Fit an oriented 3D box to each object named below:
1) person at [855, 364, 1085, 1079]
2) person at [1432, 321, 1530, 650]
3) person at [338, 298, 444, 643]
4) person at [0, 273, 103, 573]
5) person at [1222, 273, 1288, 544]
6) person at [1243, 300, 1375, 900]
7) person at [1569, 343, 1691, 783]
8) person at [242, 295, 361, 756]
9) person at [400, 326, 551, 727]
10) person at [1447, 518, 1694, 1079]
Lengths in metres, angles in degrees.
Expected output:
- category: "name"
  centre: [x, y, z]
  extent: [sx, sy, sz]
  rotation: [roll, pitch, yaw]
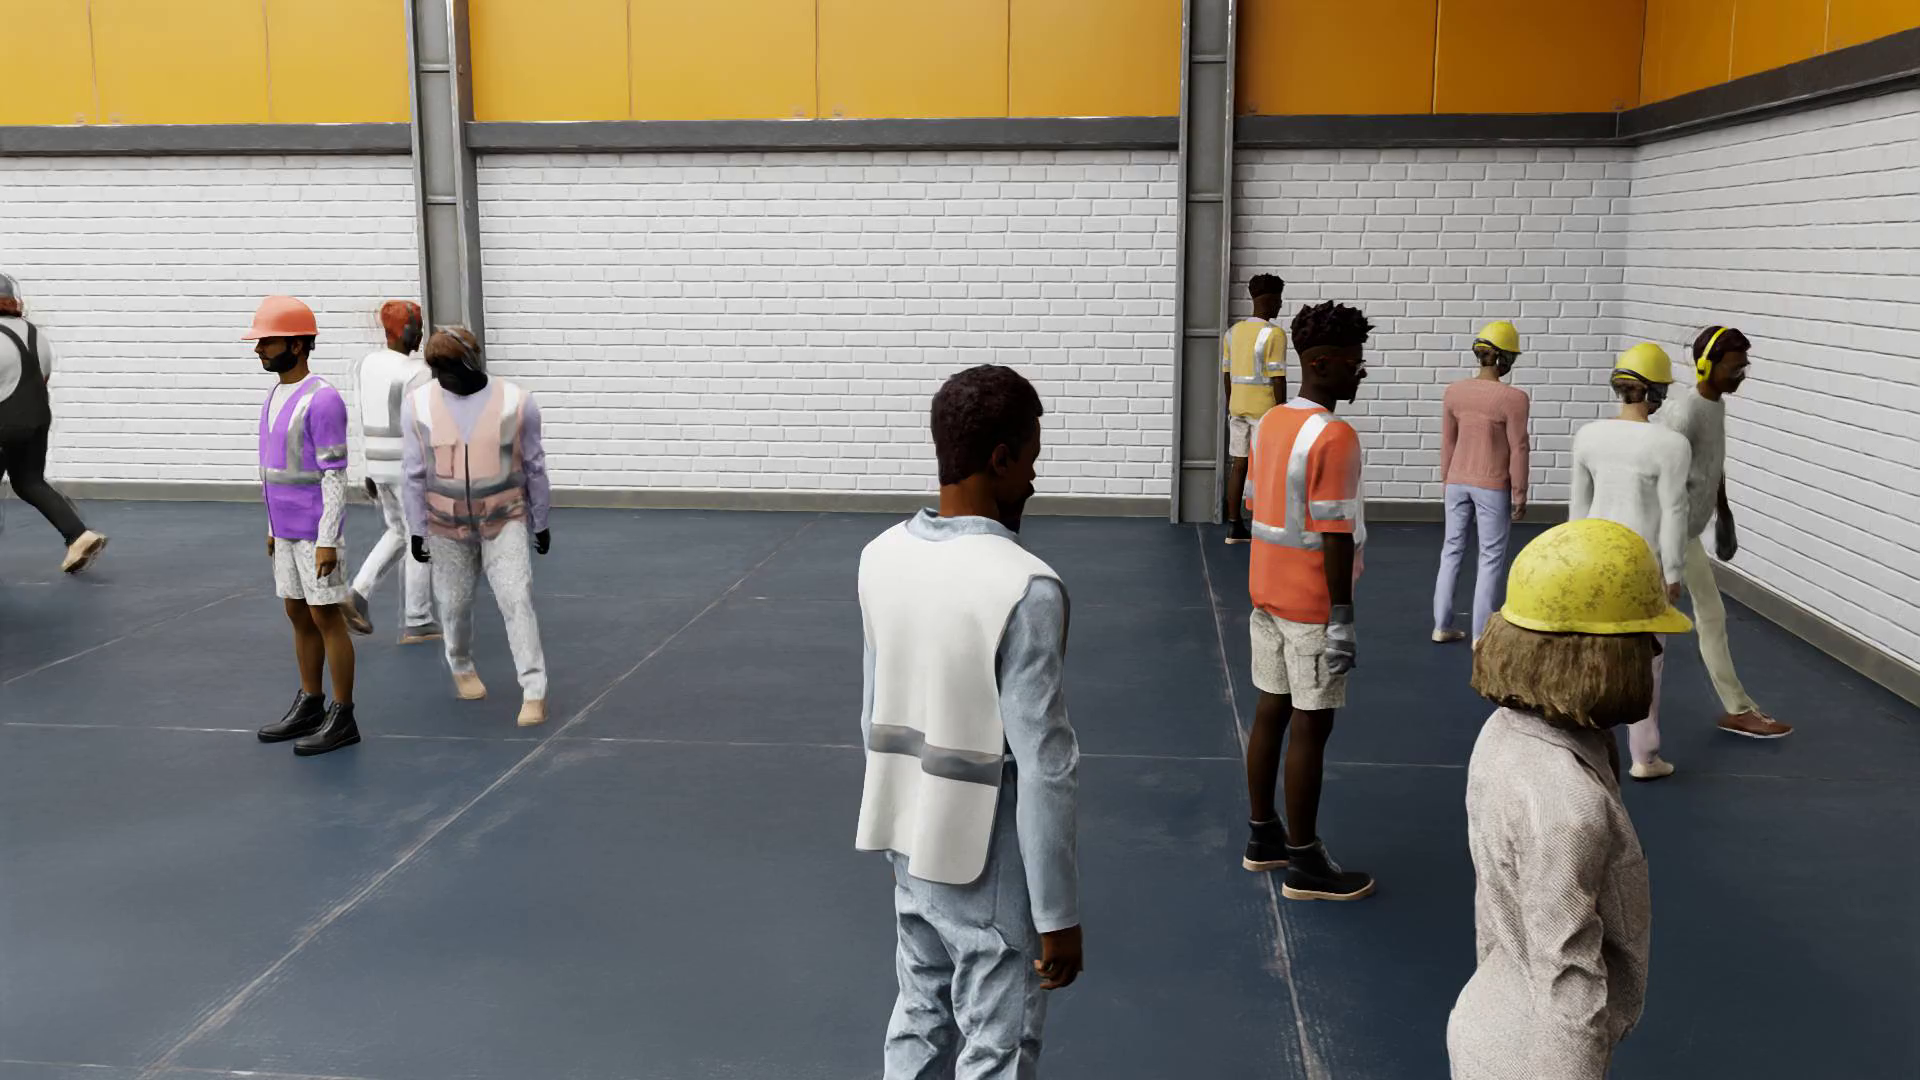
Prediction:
- category: "person"
  centre: [0.017, 0.622, 3.216]
  extent: [0.392, 1.915, 0.590]
  rotation: [-7, 12, -36]
- category: "person"
  centre: [2.784, -0.277, 8.827]
  extent: [0.342, 1.757, 0.533]
  rotation: [-8, 12, -37]
- category: "person"
  centre: [-3.024, -0.351, 8.885]
  extent: [0.582, 1.873, 0.537]
  rotation: [7, 12, 35]
- category: "person"
  centre: [-6.136, -0.766, 10.800]
  extent: [0.884, 2.000, 0.684]
  rotation: [2, 10, 9]
- category: "person"
  centre: [2.133, -0.922, 11.906]
  extent: [0.361, 1.962, 0.613]
  rotation: [-6, 11, -30]
- category: "person"
  centre: [1.147, 0.195, 5.511]
  extent: [0.370, 1.963, 0.608]
  rotation: [-3, 10, -14]
- category: "person"
  centre: [2.706, 0.082, 6.754]
  extent: [0.345, 1.757, 0.524]
  rotation: [-7, 12, -35]
- category: "person"
  centre: [-2.797, -0.060, 7.049]
  extent: [0.542, 1.939, 0.359]
  rotation: [9, 13, 41]
- category: "person"
  centre: [-2.206, -0.083, 7.632]
  extent: [0.656, 1.800, 0.682]
  rotation: [-1, 10, -8]
- category: "person"
  centre: [0.897, 0.828, 2.526]
  extent: [0.295, 1.744, 0.488]
  rotation: [1, 10, 7]
